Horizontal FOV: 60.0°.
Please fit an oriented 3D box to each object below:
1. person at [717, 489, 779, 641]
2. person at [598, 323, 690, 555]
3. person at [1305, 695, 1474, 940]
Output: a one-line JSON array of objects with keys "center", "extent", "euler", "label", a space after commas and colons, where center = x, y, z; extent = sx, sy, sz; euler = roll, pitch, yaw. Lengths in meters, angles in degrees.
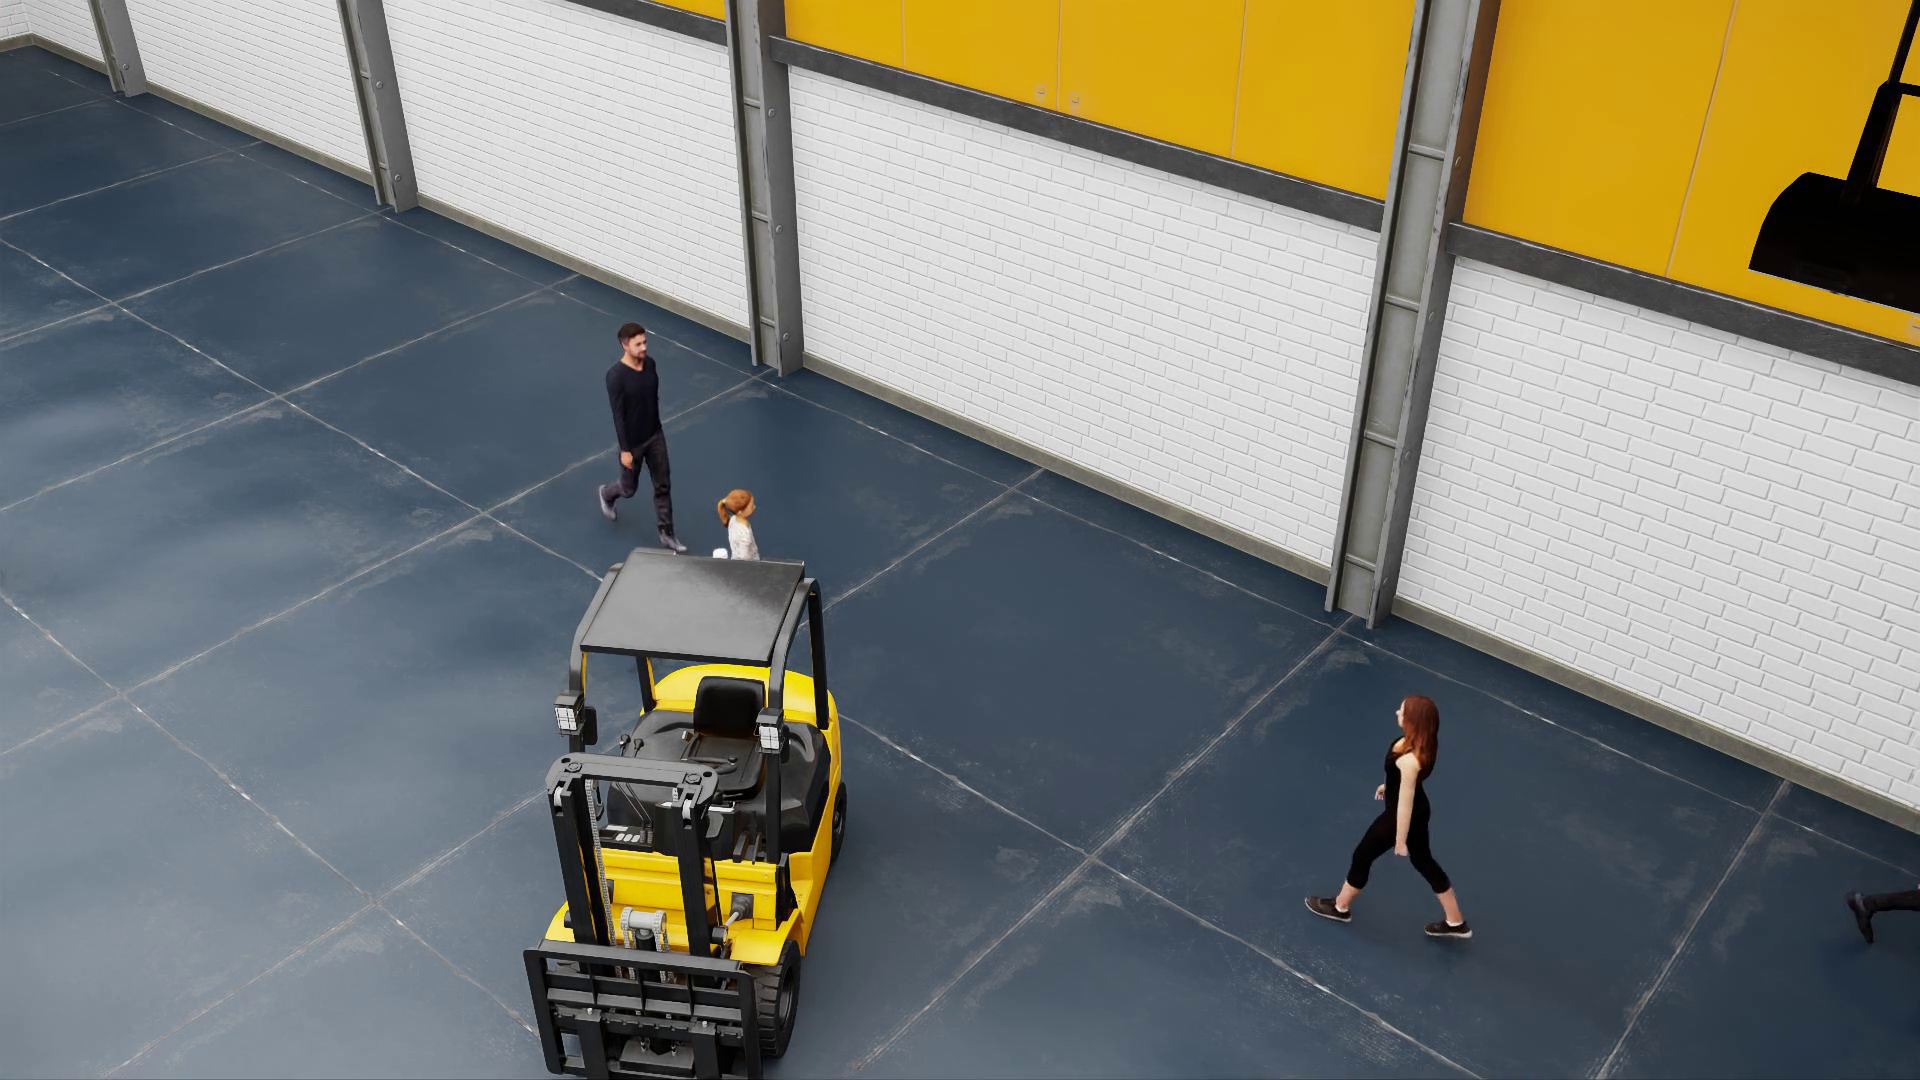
[{"center": [-1.542, 0.226, 11.441], "extent": [0.808, 1.292, 0.897], "euler": [-13, 36, -18], "label": "person"}, {"center": [-2.460, -0.771, 12.439], "extent": [1.115, 1.847, 0.632], "euler": [25, 41, 32], "label": "person"}, {"center": [2.514, 1.551, 9.089], "extent": [1.178, 1.689, 0.700], "euler": [18, 38, 25], "label": "person"}]
